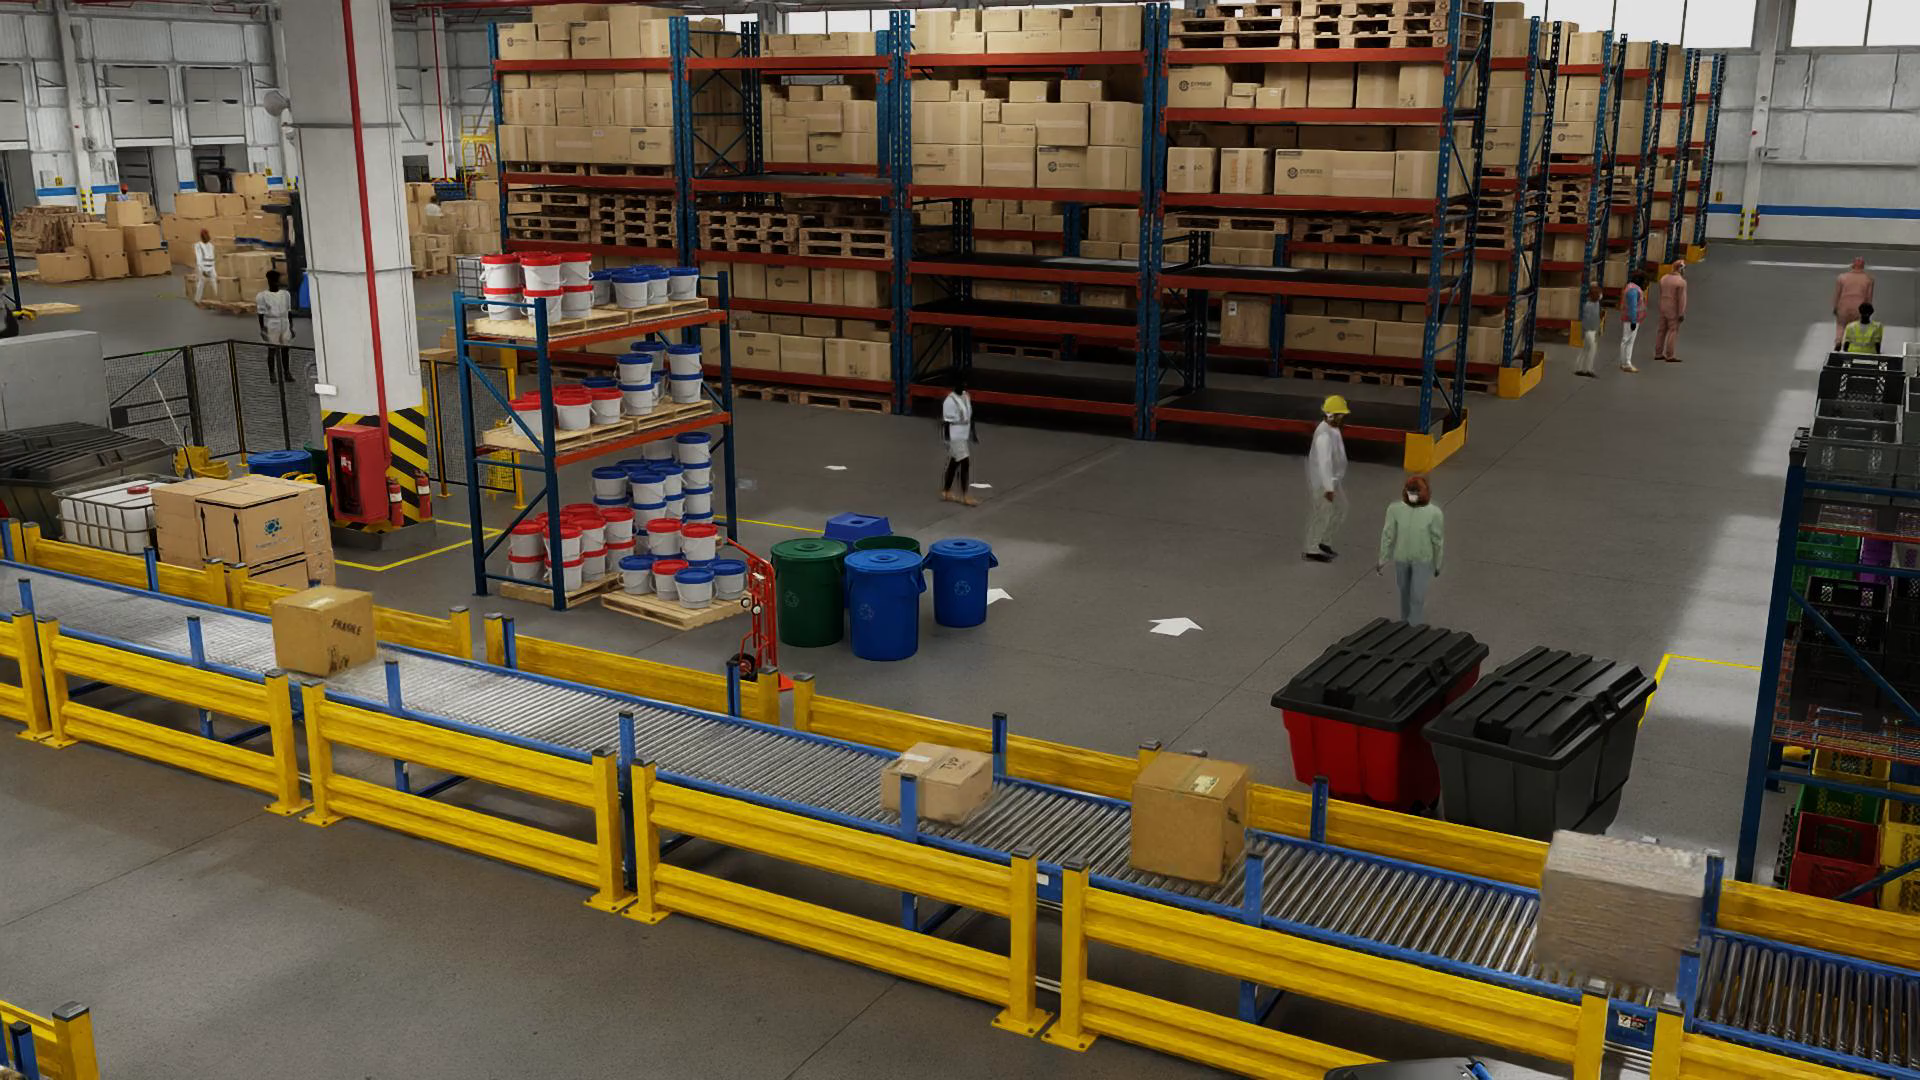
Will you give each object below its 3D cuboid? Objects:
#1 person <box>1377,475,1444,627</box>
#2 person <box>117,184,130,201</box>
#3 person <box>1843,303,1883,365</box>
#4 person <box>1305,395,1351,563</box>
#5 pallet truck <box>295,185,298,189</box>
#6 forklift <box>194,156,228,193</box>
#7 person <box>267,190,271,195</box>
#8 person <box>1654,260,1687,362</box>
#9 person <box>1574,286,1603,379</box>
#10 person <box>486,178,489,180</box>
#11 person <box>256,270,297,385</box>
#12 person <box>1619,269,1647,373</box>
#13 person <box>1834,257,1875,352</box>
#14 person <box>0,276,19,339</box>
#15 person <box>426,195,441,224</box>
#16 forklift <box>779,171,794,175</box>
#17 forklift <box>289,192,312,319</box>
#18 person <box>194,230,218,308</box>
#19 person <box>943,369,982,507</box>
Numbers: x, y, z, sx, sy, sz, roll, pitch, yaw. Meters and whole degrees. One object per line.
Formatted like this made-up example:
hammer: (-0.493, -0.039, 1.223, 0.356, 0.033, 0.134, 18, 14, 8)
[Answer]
person: (3.986, 0.214, 14.757, 0.513, 1.595, 0.830, 9, 17, 29)
person: (-28.824, -11.336, 57.528, 0.370, 1.930, 0.551, 2, 15, 6)
person: (14.248, -2.906, 26.318, 0.548, 1.679, 0.382, 9, 17, 31)
person: (3.897, -0.637, 17.537, 0.476, 1.811, 0.620, 6, 16, 21)
pallet truck: (-26.804, -14.617, 69.738, 1.885, 1.965, 0.823, -14, 20, -42)
forklift: (-26.295, -12.105, 58.608, 1.129, 2.768, 1.873, -11, 18, -35)
person: (-24.523, -11.642, 59.255, 0.551, 1.623, 0.412, 2, 15, 8)
person: (13.313, -4.273, 31.047, 0.399, 1.901, 0.644, -5, 16, -18)
person: (11.141, -3.650, 29.245, 0.623, 1.607, 0.522, 12, 19, 39)
person: (-17.564, -12.657, 62.594, 0.730, 1.903, 0.651, 6, 16, 23)
person: (-11.731, -3.651, 28.576, 0.362, 1.962, 0.613, 13, 20, 40)
person: (12.110, -3.947, 29.927, 0.429, 1.845, 0.625, 4, 16, 16)
person: (16.964, -4.419, 31.605, 0.643, 1.894, 0.424, 9, 17, 29)
person: (-15.805, -3.379, 27.412, 0.539, 2.000, 0.698, -10, 18, -34)
person: (-16.061, -9.632, 51.145, 0.661, 1.913, 0.742, 12, 19, 38)
forklift: (-6.439, -13.038, 62.112, 1.873, 2.768, 1.129, 3, 15, 12)
forklift: (-14.248, -6.325, 36.878, 1.873, 2.768, 1.129, 8, 17, 28)
person: (-17.621, -6.330, 38.926, 1.003, 1.834, 0.581, 7, 16, 24)
person: (0.062, -1.233, 20.042, 0.708, 1.670, 0.551, 6, 16, 21)
